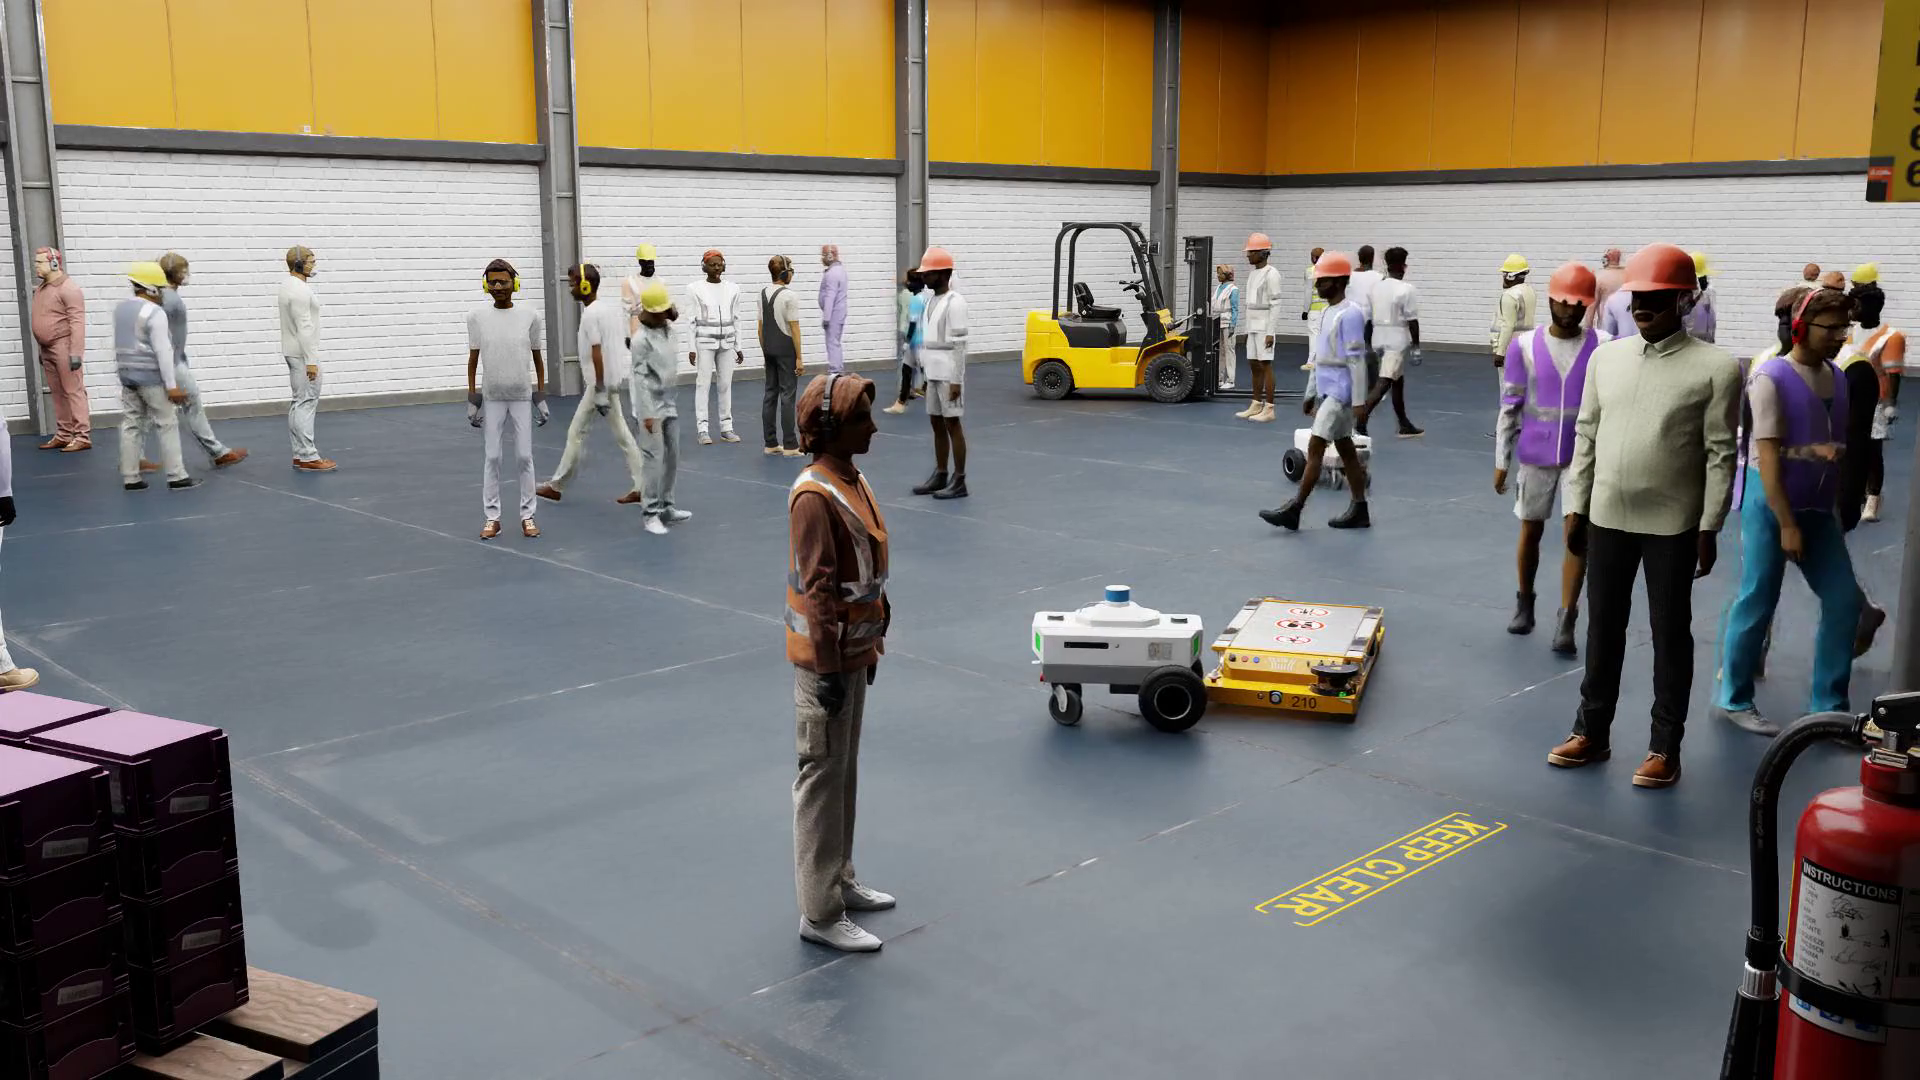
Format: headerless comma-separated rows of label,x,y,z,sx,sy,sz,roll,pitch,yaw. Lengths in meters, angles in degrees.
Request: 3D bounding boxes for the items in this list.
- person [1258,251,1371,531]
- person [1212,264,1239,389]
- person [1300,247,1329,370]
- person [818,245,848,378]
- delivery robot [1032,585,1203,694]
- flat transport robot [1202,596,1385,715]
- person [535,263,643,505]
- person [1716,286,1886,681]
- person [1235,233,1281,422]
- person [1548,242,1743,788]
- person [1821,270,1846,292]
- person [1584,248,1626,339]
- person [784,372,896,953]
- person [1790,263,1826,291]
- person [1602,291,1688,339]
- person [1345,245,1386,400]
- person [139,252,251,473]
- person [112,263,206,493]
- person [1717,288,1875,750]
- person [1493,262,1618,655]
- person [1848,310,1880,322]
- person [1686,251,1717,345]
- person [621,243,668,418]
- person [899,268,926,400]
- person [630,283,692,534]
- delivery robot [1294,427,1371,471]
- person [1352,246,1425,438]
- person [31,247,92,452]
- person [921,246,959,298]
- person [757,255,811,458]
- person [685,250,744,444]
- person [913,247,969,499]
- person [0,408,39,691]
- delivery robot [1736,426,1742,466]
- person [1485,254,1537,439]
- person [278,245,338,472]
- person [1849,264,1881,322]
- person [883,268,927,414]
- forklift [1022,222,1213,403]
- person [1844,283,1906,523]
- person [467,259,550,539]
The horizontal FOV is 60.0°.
person,2.443,-1.005,11.388,0.917,1.901,0.577,-1,10,-4
person,3.493,-2.814,21.980,0.310,1.642,0.514,-5,11,-24
person,5.380,-3.472,25.039,0.619,1.839,0.430,-7,13,-34
person,-1.739,-3.059,22.635,0.395,1.894,0.660,1,10,7
delivery robot,0.656,0.433,6.981,0.707,0.478,0.477,1,11,6
flat transport robot,1.560,0.500,7.648,0.652,0.197,1.431,4,11,19
person,-2.784,-1.150,12.450,1.003,1.802,0.568,1,10,6
person,3.880,-0.248,7.551,0.801,1.816,0.630,-5,12,-27
person,3.233,-2.297,18.066,0.391,2.040,0.615,-3,11,-16
person,2.534,-0.090,6.161,0.377,1.995,0.608,-9,14,-41
person,10.195,-2.365,19.589,0.535,1.615,0.509,-5,11,-25
person,7.970,-2.637,20.422,0.655,1.853,0.972,-2,11,-12
person,-0.352,0.341,4.778,0.307,1.641,0.512,1,10,6
person,11.684,-2.987,22.925,0.513,1.641,0.307,5,11,25
person,5.488,-1.344,13.283,1.005,1.882,0.637,-10,14,-43
person,4.928,-2.615,20.202,0.615,1.896,0.739,7,13,35
person,-6.679,-1.496,14.161,1.031,1.873,0.753,-6,12,-28
person,-6.374,-1.267,13.119,0.604,1.808,0.561,5,12,27
person,3.367,-0.070,6.550,0.571,1.808,0.771,-5,12,-26
person,2.930,-0.399,8.135,0.597,1.888,0.917,4,11,21
person,6.713,-1.074,12.609,0.518,1.594,0.730,5,12,27
person,6.486,-1.608,14.751,0.664,1.880,0.384,-8,13,-36
person,-3.477,-2.323,18.518,0.584,1.928,0.372,-9,14,-41
person,-0.555,-2.525,20.459,0.488,1.612,0.533,-9,14,-42
person,-2.030,-0.898,11.366,0.412,1.701,0.655,4,11,23
delivery robot,3.032,-0.770,13.540,0.477,0.478,0.707,-4,11,-20
person,4.214,-1.933,16.420,0.998,1.923,0.616,-5,12,-26
person,-8.466,-1.779,15.608,0.640,1.910,0.401,7,13,35
person,-0.289,-2.936,21.977,0.584,1.883,0.337,6,12,29
person,-1.625,-1.669,15.183,0.507,1.846,0.345,8,13,39
person,-2.387,-1.878,16.217,0.579,1.883,0.352,-6,12,-32
person,-0.157,-1.279,12.805,0.378,1.932,0.551,-6,12,-28
person,-4.437,-0.225,7.318,0.633,1.841,0.429,2,11,10
delivery robot,6.784,-0.839,13.917,0.707,0.478,0.477,-3,11,-14
person,5.469,-1.909,16.520,0.404,1.833,0.587,8,13,38
person,-5.628,-1.552,14.285,0.358,1.938,0.636,-6,12,-30
person,8.684,-1.801,16.204,0.447,1.731,0.630,8,13,36
person,-0.424,-2.219,18.684,0.843,1.660,0.533,0,10,1
forklift,1.935,-2.847,20.651,2.313,2.155,1.214,2,11,13
person,6.451,-0.982,11.850,0.340,1.681,0.600,-5,11,-25
person,-3.026,-0.938,11.127,0.534,1.868,0.309,-3,11,-13
